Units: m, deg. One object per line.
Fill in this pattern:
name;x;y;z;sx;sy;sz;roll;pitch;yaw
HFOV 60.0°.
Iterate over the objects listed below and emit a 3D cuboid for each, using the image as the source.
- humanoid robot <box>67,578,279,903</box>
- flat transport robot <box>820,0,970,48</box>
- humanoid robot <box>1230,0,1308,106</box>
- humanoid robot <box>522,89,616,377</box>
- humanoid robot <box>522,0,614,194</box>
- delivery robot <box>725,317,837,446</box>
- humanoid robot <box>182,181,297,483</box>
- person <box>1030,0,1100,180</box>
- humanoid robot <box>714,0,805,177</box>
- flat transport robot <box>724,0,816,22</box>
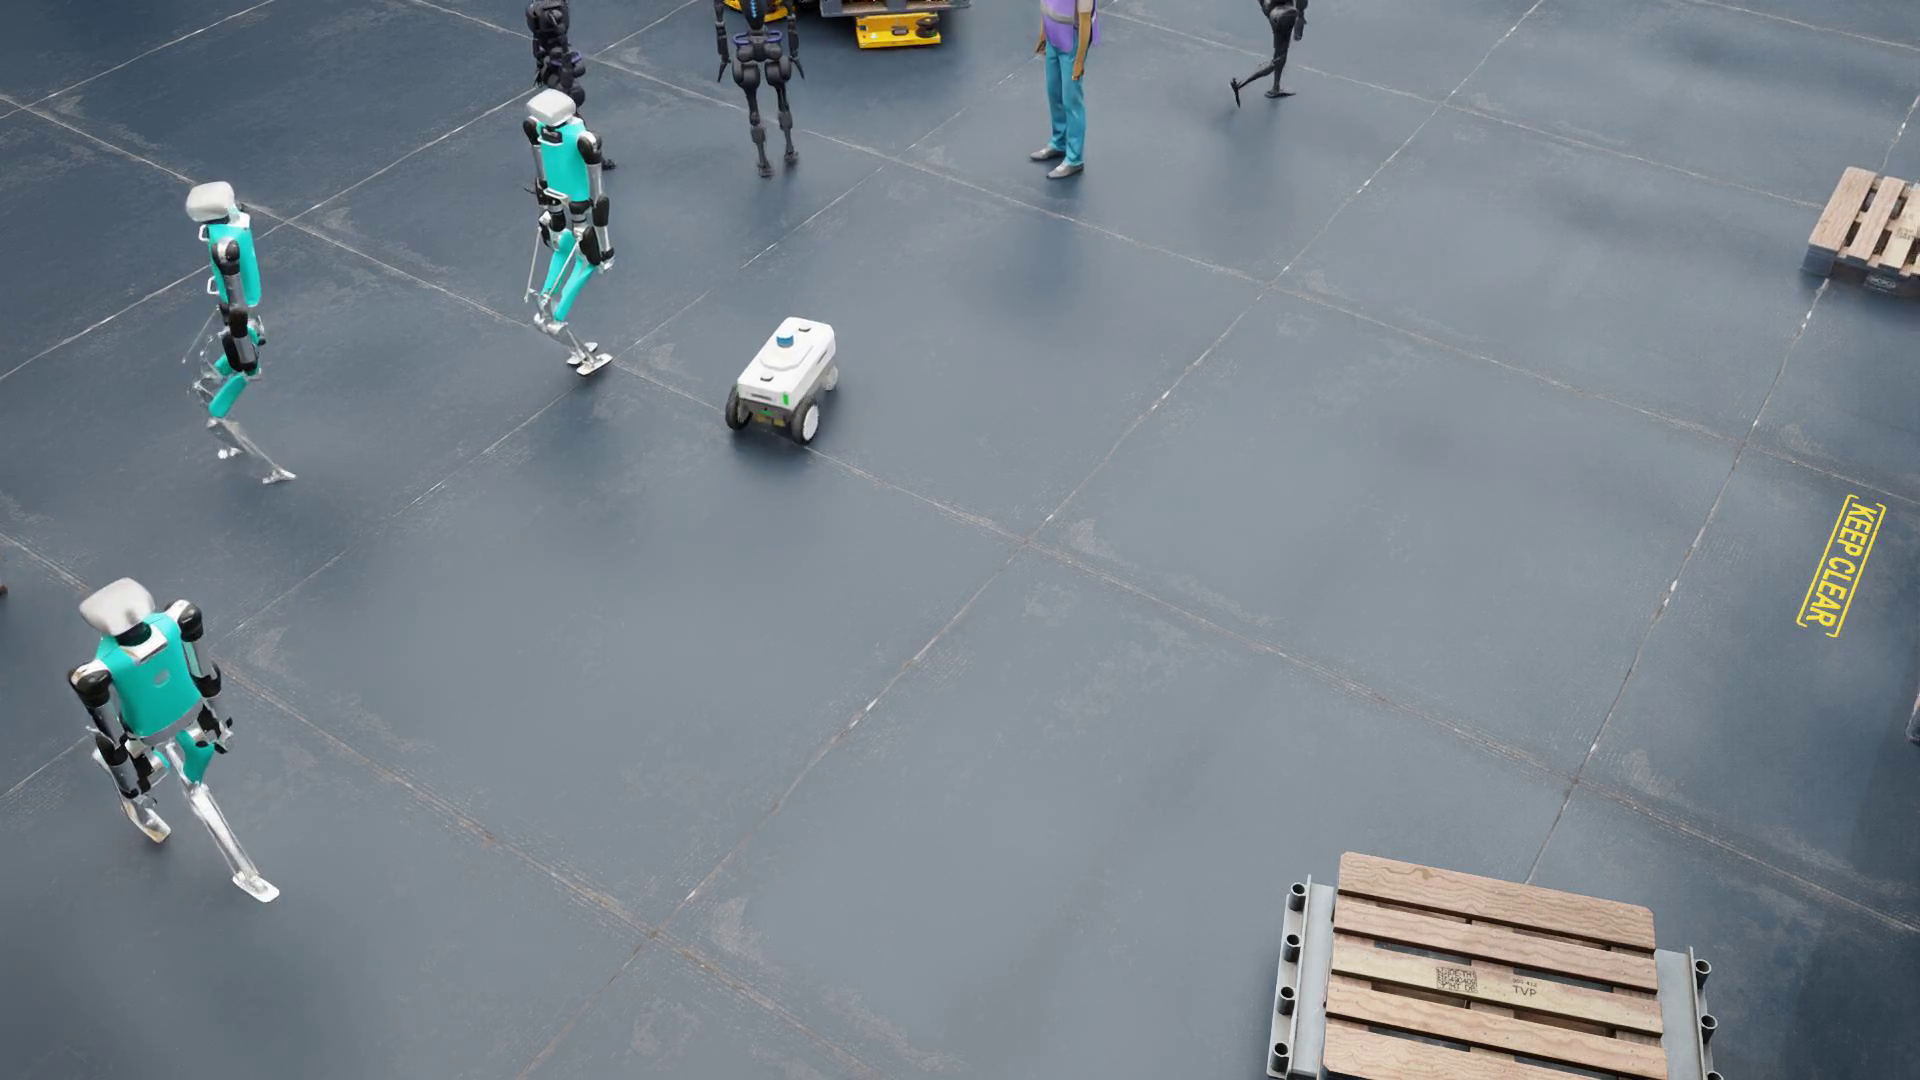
humanoid robot;-3.404;0.761;6.866;1.015;1.777;0.532;24;47;24
flat transport robot;-0.580;-4.476;13.789;0.659;0.231;1.431;-6;42;-6
humanoid robot;2.291;-3.977;12.189;0.637;1.637;0.597;-10;43;-11
humanoid robot;-2.317;-1.645;9.479;0.545;1.749;0.678;25;47;25
humanoid robot;-2.773;-3.140;11.255;0.735;1.626;0.591;-24;47;-24
delivery robot;-1.001;-0.948;9.625;0.499;0.593;0.789;14;44;15
humanoid robot;-4.004;-1.029;8.858;0.798;1.803;0.530;-10;43;-11
person;0.725;-3.398;11.411;0.409;1.830;0.573;-19;45;-20
humanoid robot;-1.380;-3.322;11.441;0.601;1.653;0.343;-4;42;-4
flat transport robot;-1.322;-4.779;14.127;0.659;0.231;1.431;34;52;32
